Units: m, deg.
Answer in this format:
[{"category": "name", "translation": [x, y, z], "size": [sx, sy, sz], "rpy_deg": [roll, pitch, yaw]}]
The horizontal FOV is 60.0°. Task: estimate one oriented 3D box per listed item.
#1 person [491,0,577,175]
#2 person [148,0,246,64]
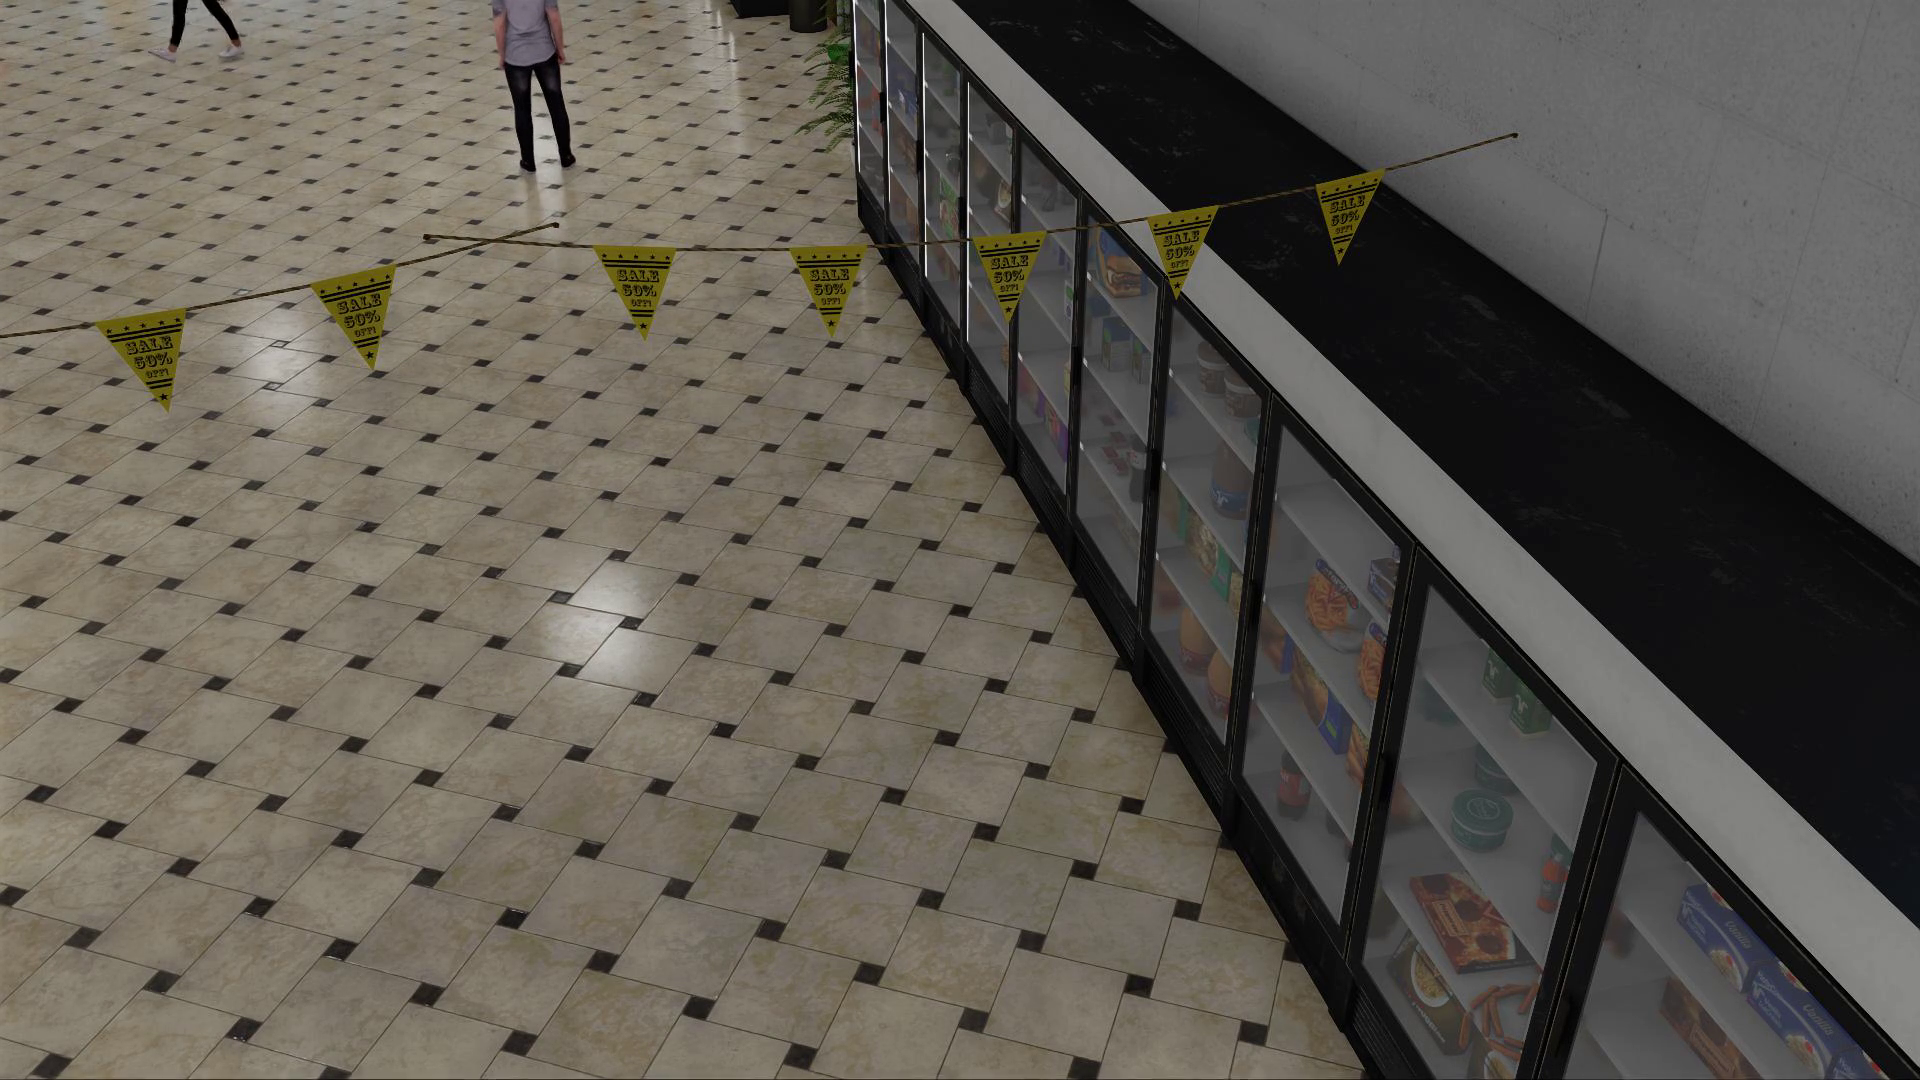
[{"category": "person", "translation": [-3.367, -3.804, 13.023], "size": [0.519, 1.837, 0.733], "rpy_deg": [-10, 33, -15]}, {"category": "person", "translation": [-7.135, -5.324, 15.639], "size": [1.183, 1.655, 0.944], "rpy_deg": [-24, 39, -33]}]
